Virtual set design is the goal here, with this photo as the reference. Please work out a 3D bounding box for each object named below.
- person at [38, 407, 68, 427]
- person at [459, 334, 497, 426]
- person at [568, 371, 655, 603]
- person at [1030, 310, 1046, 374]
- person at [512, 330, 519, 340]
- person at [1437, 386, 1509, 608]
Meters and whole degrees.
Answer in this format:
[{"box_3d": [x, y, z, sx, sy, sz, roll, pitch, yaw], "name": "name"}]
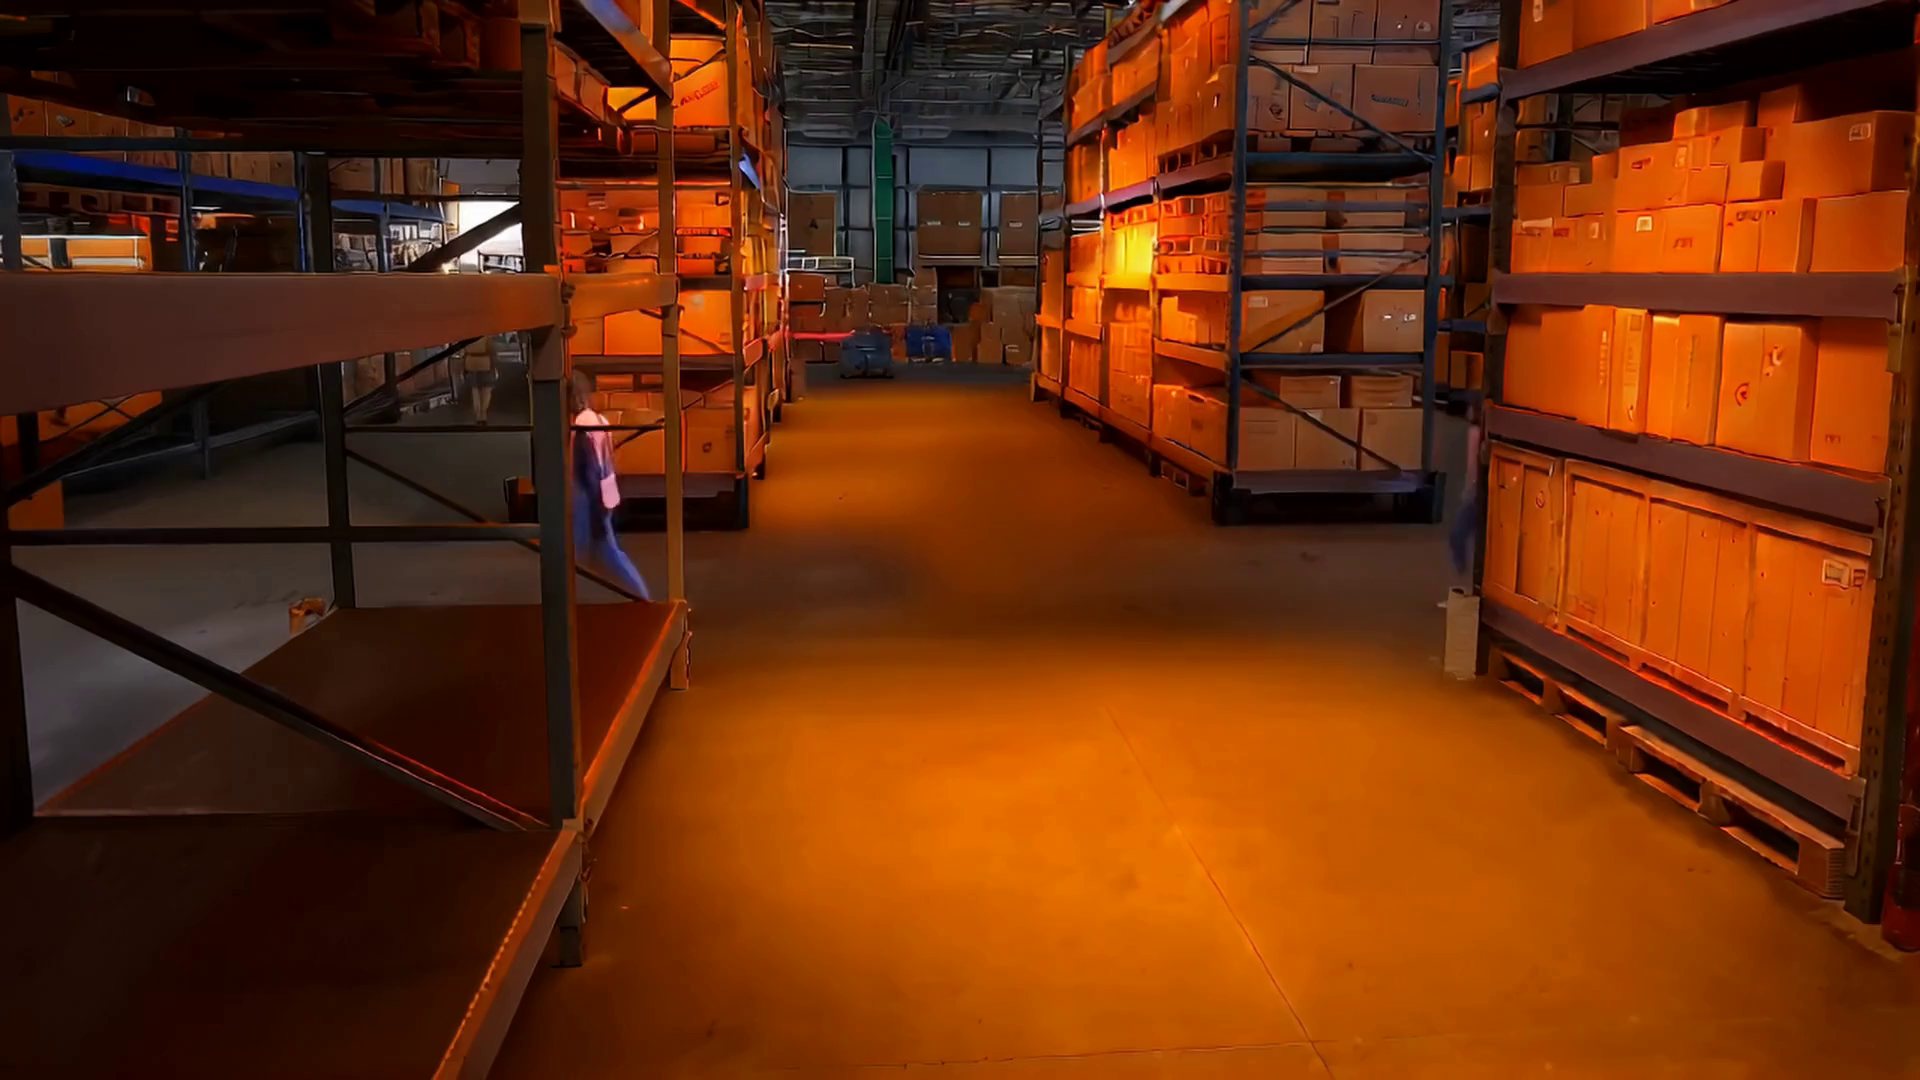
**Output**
[{"box_3d": [-14.453, -2.623, 26.324, 0.559, 1.677, 0.531, 8, 12, 41], "name": "person"}, {"box_3d": [-7.605, -2.725, 26.237, 0.571, 1.923, 0.639, -1, 9, -9], "name": "person"}, {"box_3d": [-2.434, -0.223, 10.950, 0.994, 1.796, 0.592, -2, 9, -10], "name": "person"}, {"box_3d": [1.904, -4.822, 39.479, 0.506, 1.898, 0.617, 3, 10, 19], "name": "person"}, {"box_3d": [-16.553, -8.455, 62.064, 0.483, 1.964, 0.663, -1, 9, -9], "name": "person"}, {"box_3d": [3.648, -0.279, 11.810, 0.559, 1.613, 0.521, -2, 9, -12], "name": "person"}]
